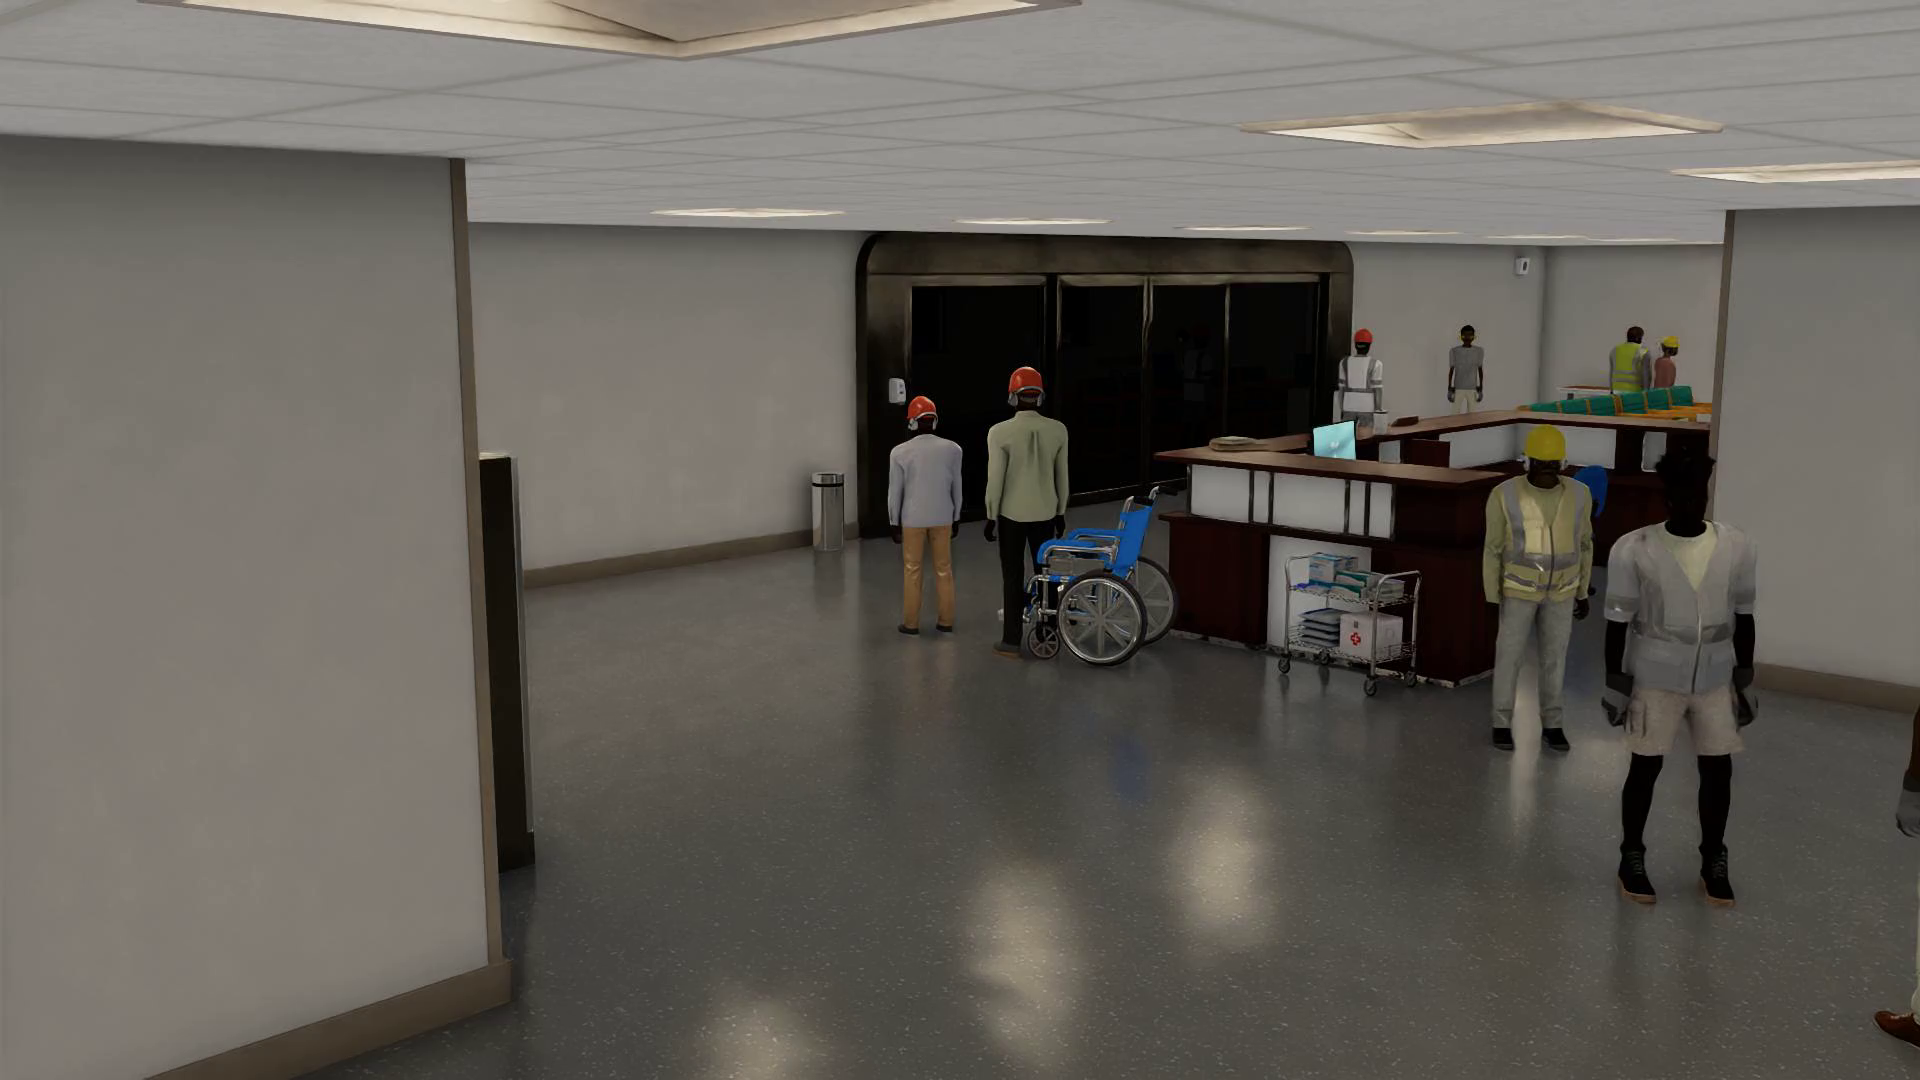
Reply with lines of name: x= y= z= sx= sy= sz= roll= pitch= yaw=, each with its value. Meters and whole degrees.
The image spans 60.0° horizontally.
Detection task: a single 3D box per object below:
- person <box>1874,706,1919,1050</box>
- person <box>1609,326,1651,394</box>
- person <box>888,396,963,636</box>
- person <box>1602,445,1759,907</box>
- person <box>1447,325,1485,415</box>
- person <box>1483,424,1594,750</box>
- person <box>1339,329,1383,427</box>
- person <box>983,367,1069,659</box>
person: x=3.421 y=0.823 z=5.623 sx=0.516 sy=1.861 sz=0.321 roll=-1 pitch=9 yaw=-7
person: x=9.712 y=-2.178 z=24.123 sx=0.434 sy=1.833 sz=0.628 roll=-7 pitch=11 yaw=-36
person: x=-0.259 y=-0.171 z=12.070 sx=0.564 sy=1.743 sz=0.348 roll=-3 pitch=10 yaw=-18
person: x=2.985 y=0.571 z=6.903 sx=0.621 sy=1.942 sz=0.411 roll=1 pitch=9 yaw=3
person: x=7.299 y=-2.174 z=24.015 sx=0.503 sy=1.861 sz=0.326 roll=1 pitch=9 yaw=8
person: x=3.181 y=0.266 z=9.164 sx=0.598 sy=1.823 sz=0.414 roll=0 pitch=9 yaw=0
person: x=4.904 y=-1.615 z=20.357 sx=0.547 sy=1.930 sz=0.387 roll=6 pitch=11 yaw=31
person: x=0.448 y=-0.186 z=11.385 sx=0.625 sy=1.992 sz=0.389 roll=-4 pitch=10 yaw=-23
